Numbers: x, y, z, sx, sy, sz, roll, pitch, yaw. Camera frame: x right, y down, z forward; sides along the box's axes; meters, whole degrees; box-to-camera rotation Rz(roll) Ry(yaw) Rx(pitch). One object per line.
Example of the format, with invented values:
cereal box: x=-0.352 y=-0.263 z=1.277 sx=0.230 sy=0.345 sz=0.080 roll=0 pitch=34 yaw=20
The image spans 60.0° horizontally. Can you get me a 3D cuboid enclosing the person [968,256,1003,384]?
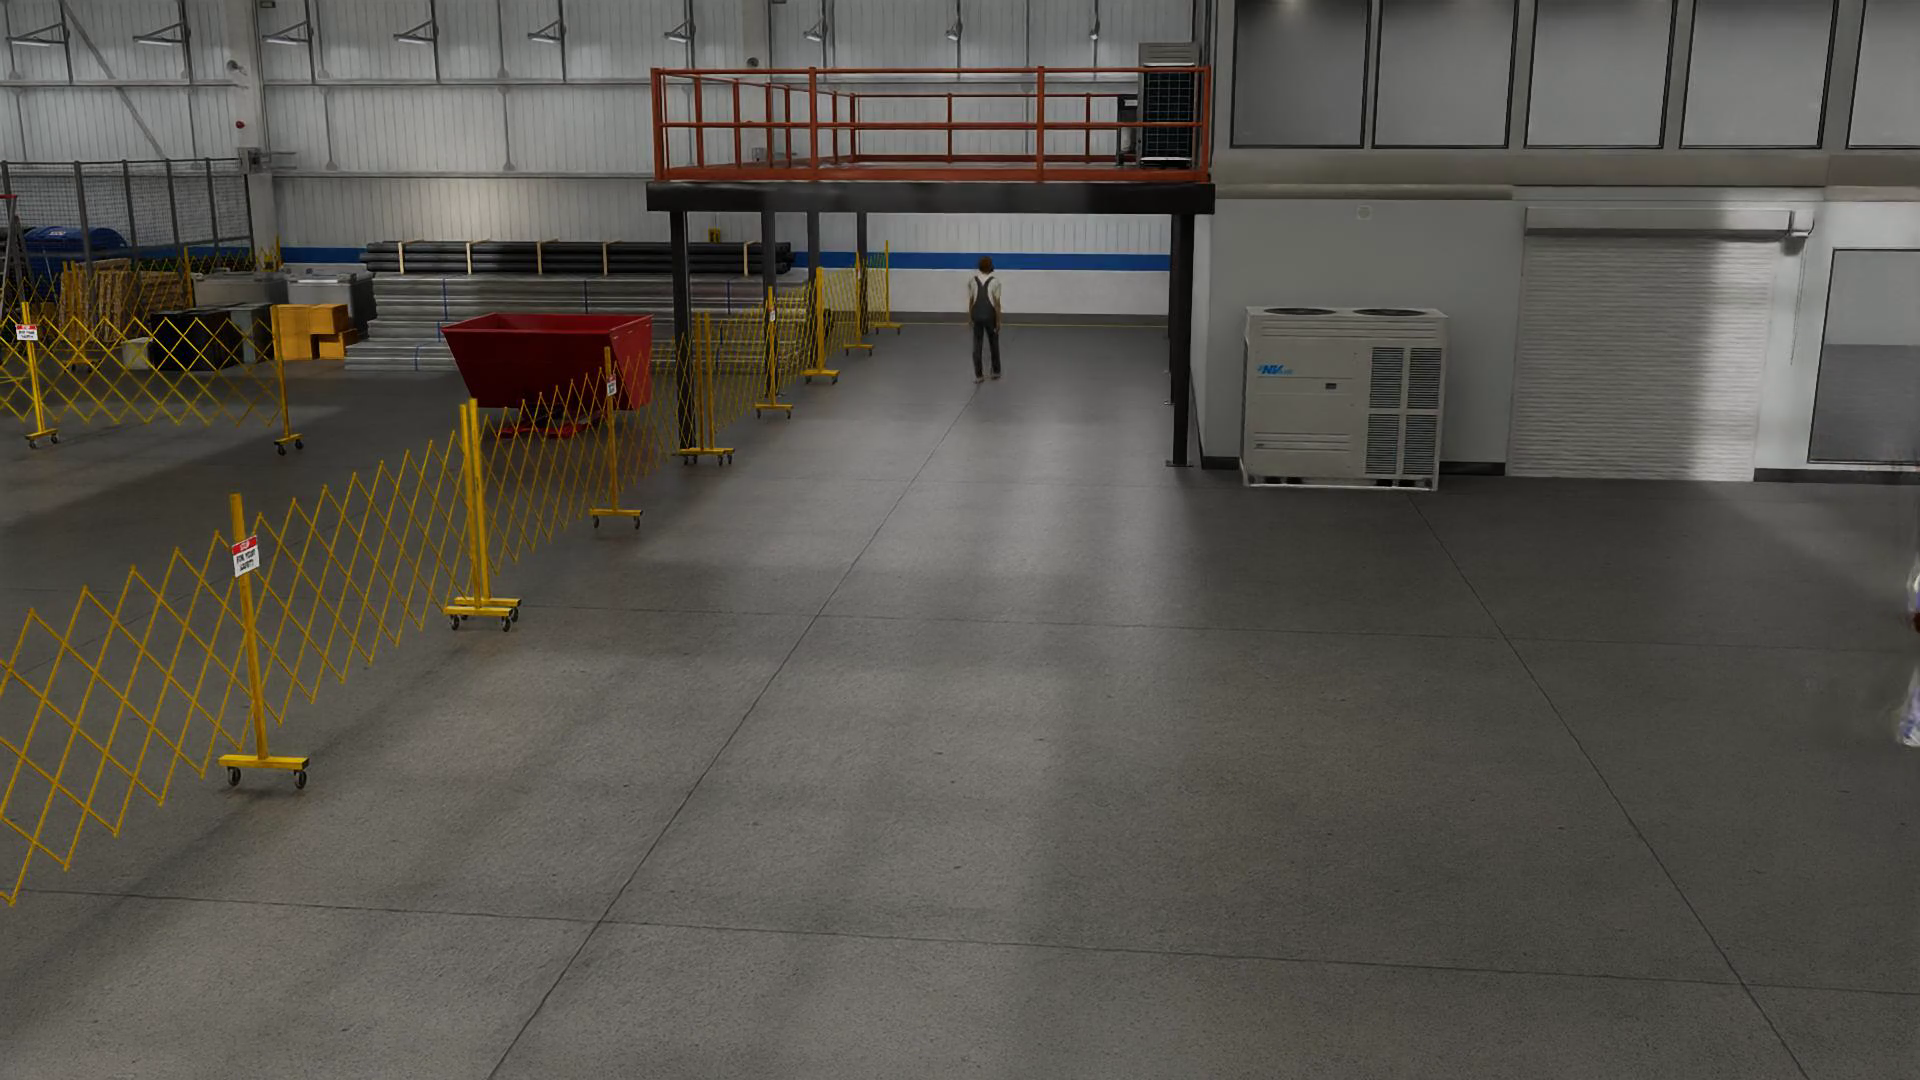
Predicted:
person: x=0.388 y=-3.206 z=24.139 sx=0.513 sy=1.809 sz=0.899 roll=3 pitch=14 yaw=13

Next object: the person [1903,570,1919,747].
person: x=5.728 y=0.337 z=9.467 sx=0.596 sy=1.900 sz=0.517 roll=-13 pitch=19 yaw=-43
